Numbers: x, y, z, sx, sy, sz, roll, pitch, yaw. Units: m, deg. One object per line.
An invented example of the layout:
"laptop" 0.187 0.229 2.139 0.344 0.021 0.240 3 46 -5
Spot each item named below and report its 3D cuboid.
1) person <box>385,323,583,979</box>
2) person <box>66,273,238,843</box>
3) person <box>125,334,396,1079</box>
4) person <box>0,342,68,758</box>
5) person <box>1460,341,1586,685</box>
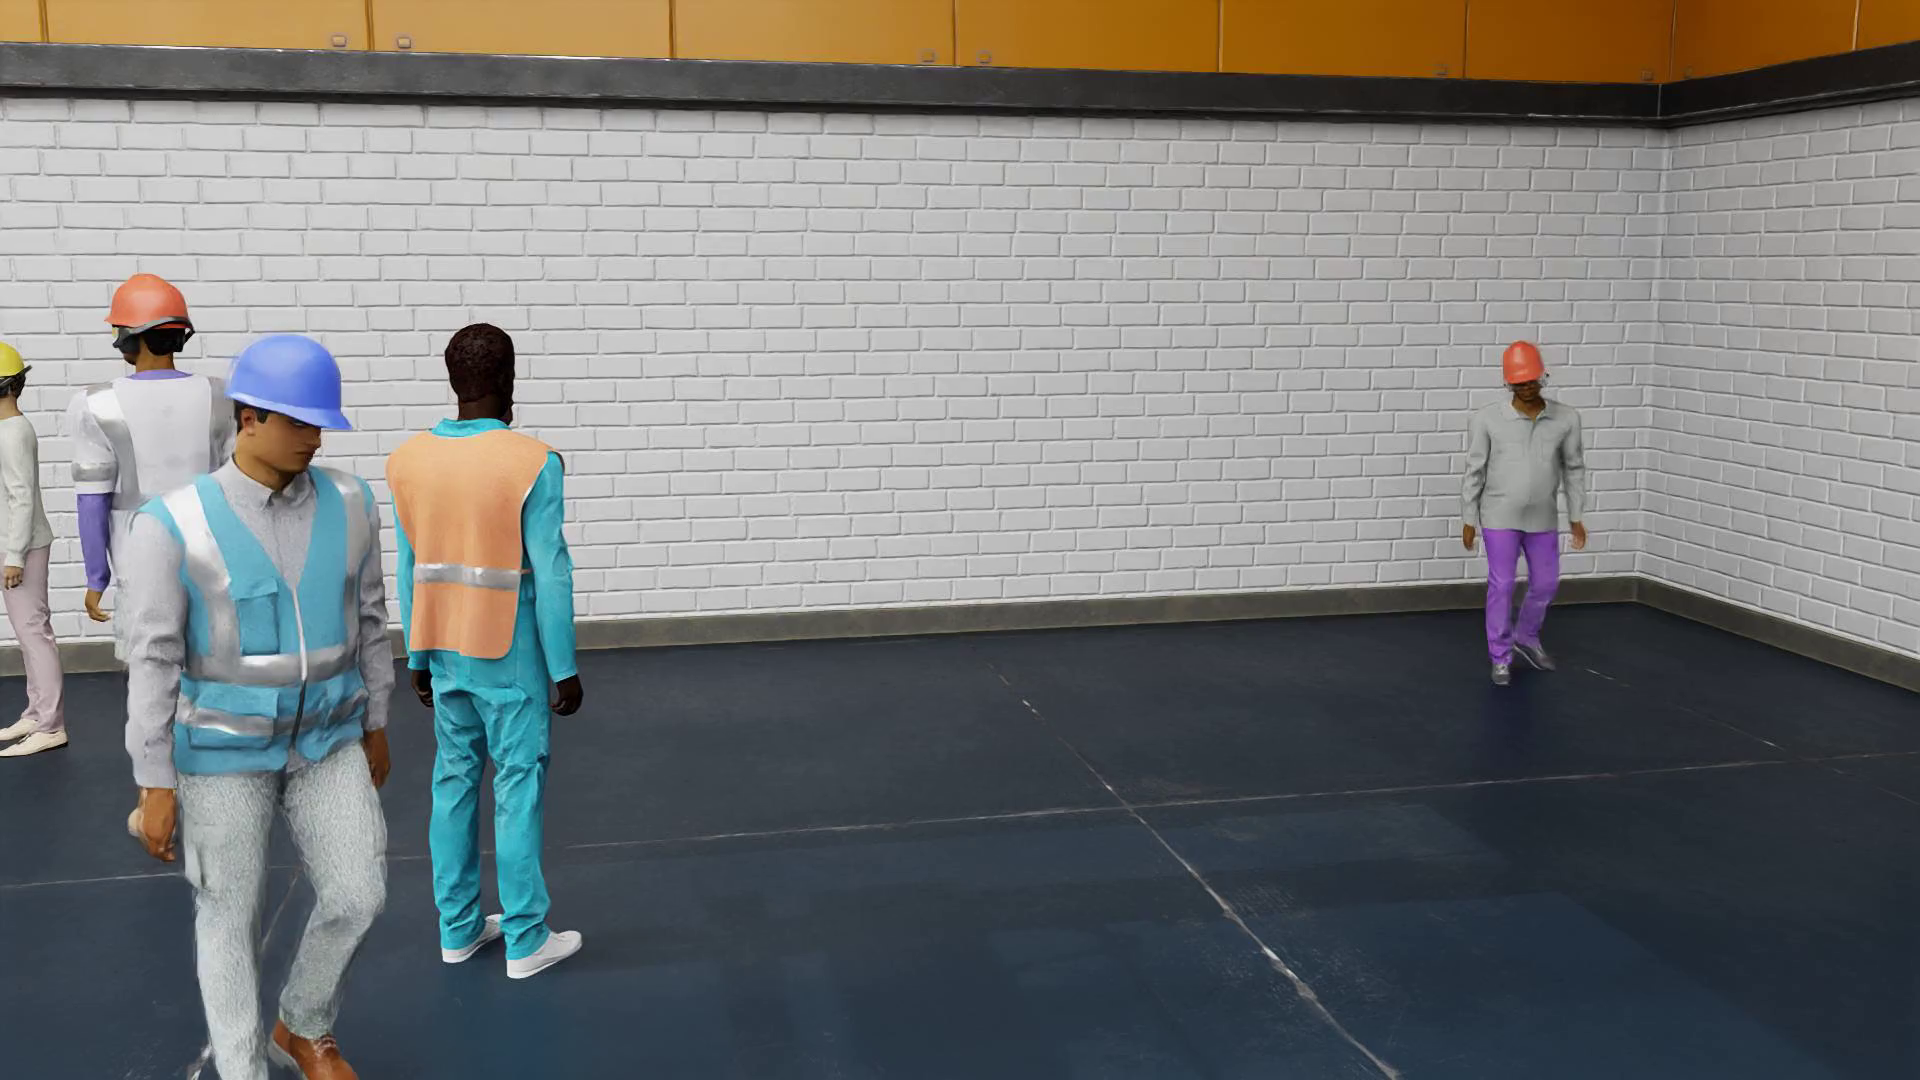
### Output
"person" -1.391 0.330 4.871 0.590 1.911 0.401 4 10 22
"person" -2.858 0.072 6.019 0.607 2.048 0.365 -8 12 -39
"person" -1.602 0.489 3.878 0.668 1.917 0.443 -9 13 -43
"person" -4.047 0.035 7.101 0.310 1.769 0.525 -6 11 -34
"person" 2.777 -0.139 8.299 0.609 1.720 0.607 0 9 -1
